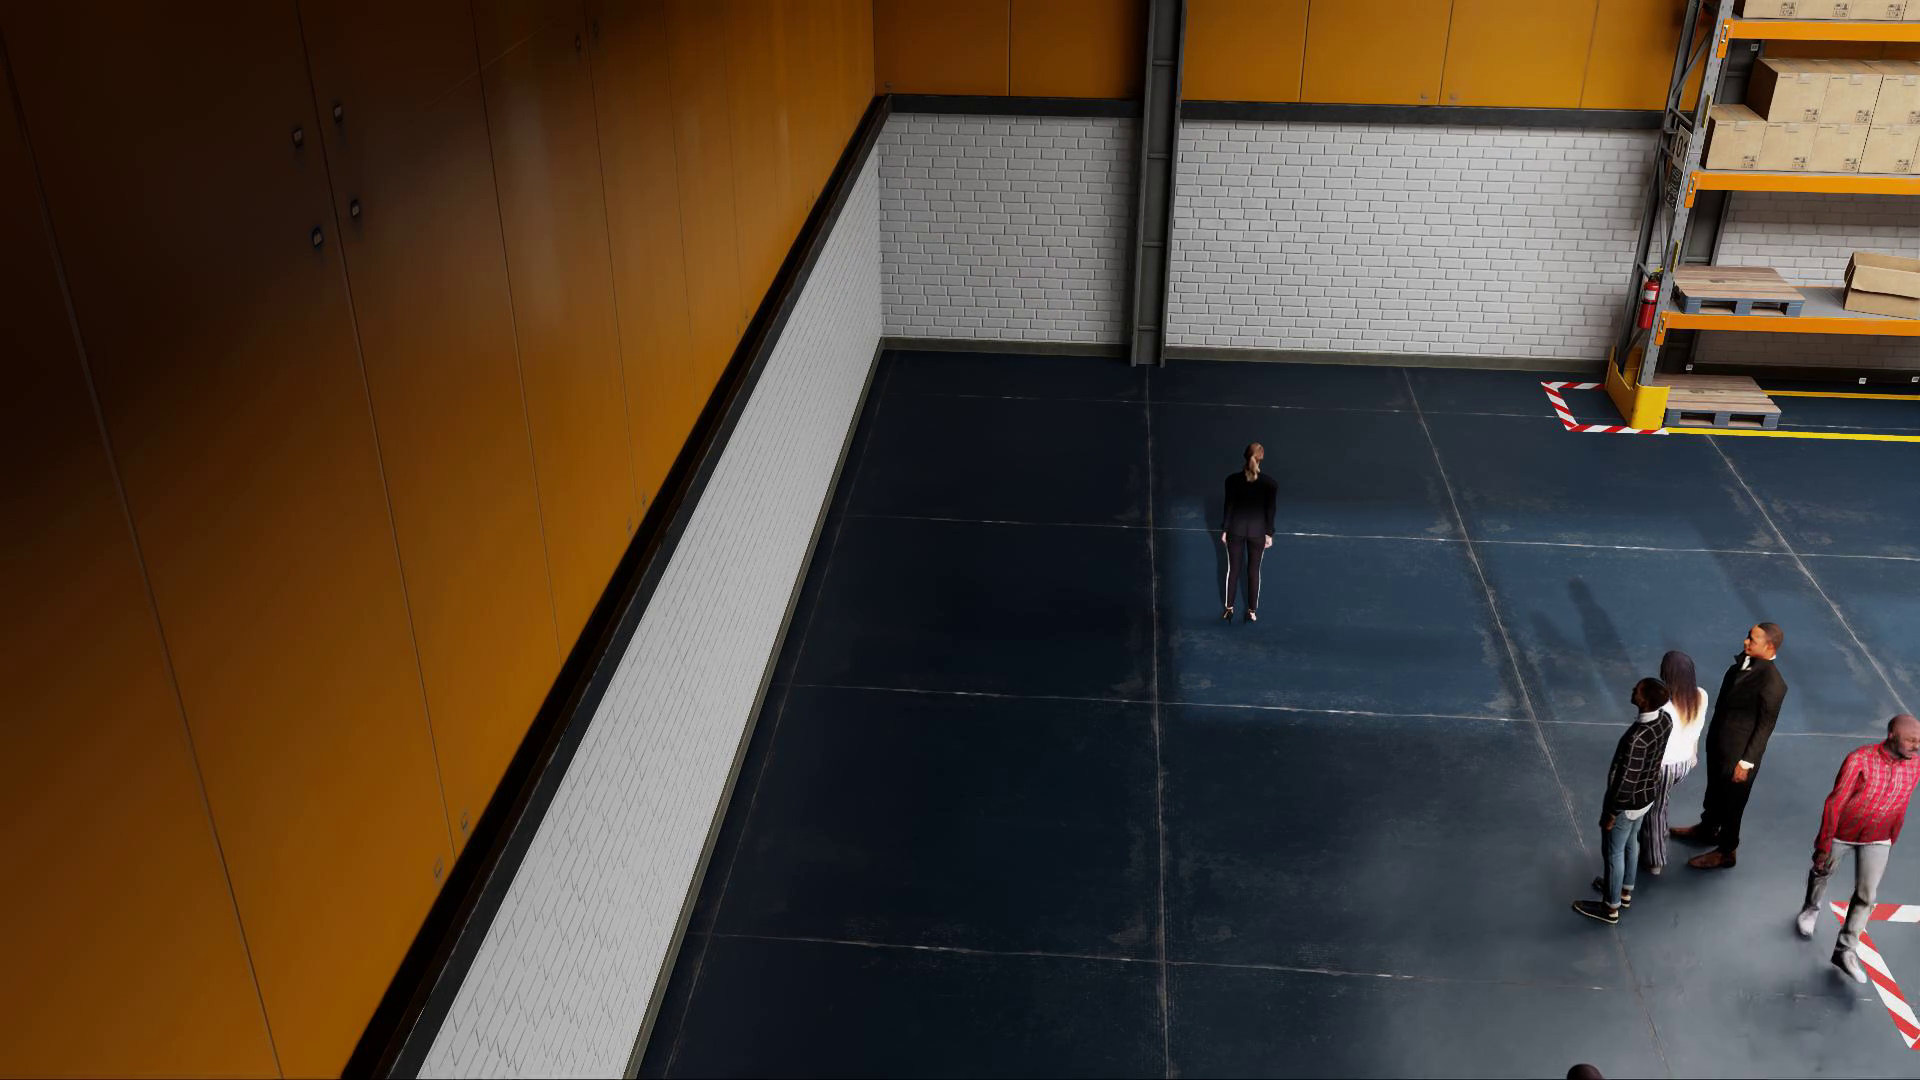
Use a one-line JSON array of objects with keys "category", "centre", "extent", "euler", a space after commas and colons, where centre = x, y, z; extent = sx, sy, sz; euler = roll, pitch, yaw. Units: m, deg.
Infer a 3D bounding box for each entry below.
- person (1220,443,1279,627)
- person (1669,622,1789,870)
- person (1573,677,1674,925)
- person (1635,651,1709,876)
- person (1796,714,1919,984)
[{"category": "person", "centre": [2.435, -0.042, 14.137], "extent": [0.501, 1.707, 0.695], "euler": [5, 29, 9]}, {"category": "person", "centre": [5.299, 1.379, 11.325], "extent": [0.612, 1.905, 0.685], "euler": [1, 29, 2]}, {"category": "person", "centre": [4.376, 1.687, 10.848], "extent": [0.779, 1.820, 0.746], "euler": [25, 37, 38]}, {"category": "person", "centre": [4.824, 1.549, 11.273], "extent": [0.891, 1.656, 0.944], "euler": [-12, 31, -21]}, {"category": "person", "centre": [5.712, 1.814, 10.656], "extent": [1.023, 1.781, 0.868], "euler": [7, 29, 13]}]
